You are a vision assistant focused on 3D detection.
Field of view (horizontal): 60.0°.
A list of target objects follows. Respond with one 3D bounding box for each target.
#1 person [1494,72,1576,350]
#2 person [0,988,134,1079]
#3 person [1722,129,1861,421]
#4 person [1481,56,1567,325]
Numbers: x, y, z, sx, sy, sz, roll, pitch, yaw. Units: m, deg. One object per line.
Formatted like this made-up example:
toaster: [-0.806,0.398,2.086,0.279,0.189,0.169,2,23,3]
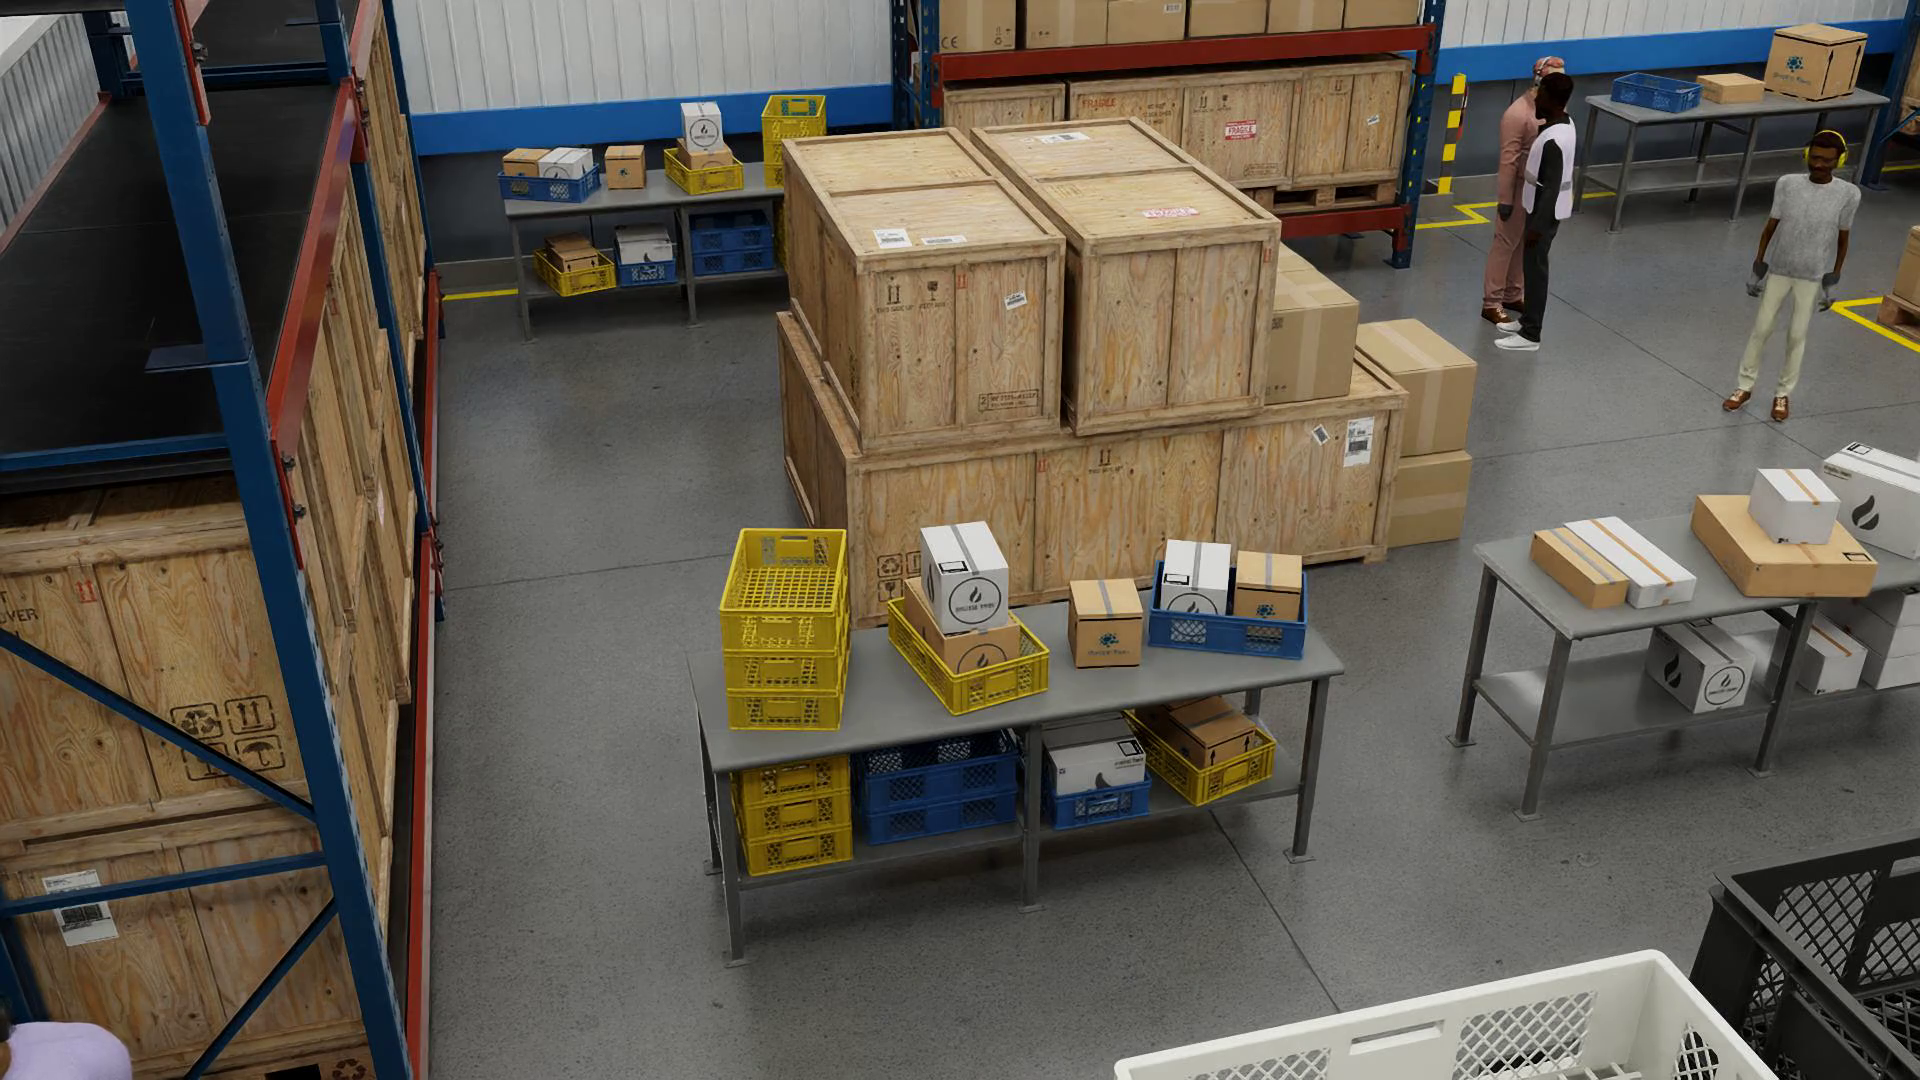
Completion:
person: [4.027,-2.256,11.489,0.371,1.916,0.597,10,30,18]
person: [-2.264,1.795,4.125,0.626,1.933,0.371,-18,34,-29]
person: [5.253,-1.658,10.458,0.535,1.864,0.309,18,33,29]
person: [4.094,-2.501,11.946,0.640,1.908,0.409,-22,36,-34]
